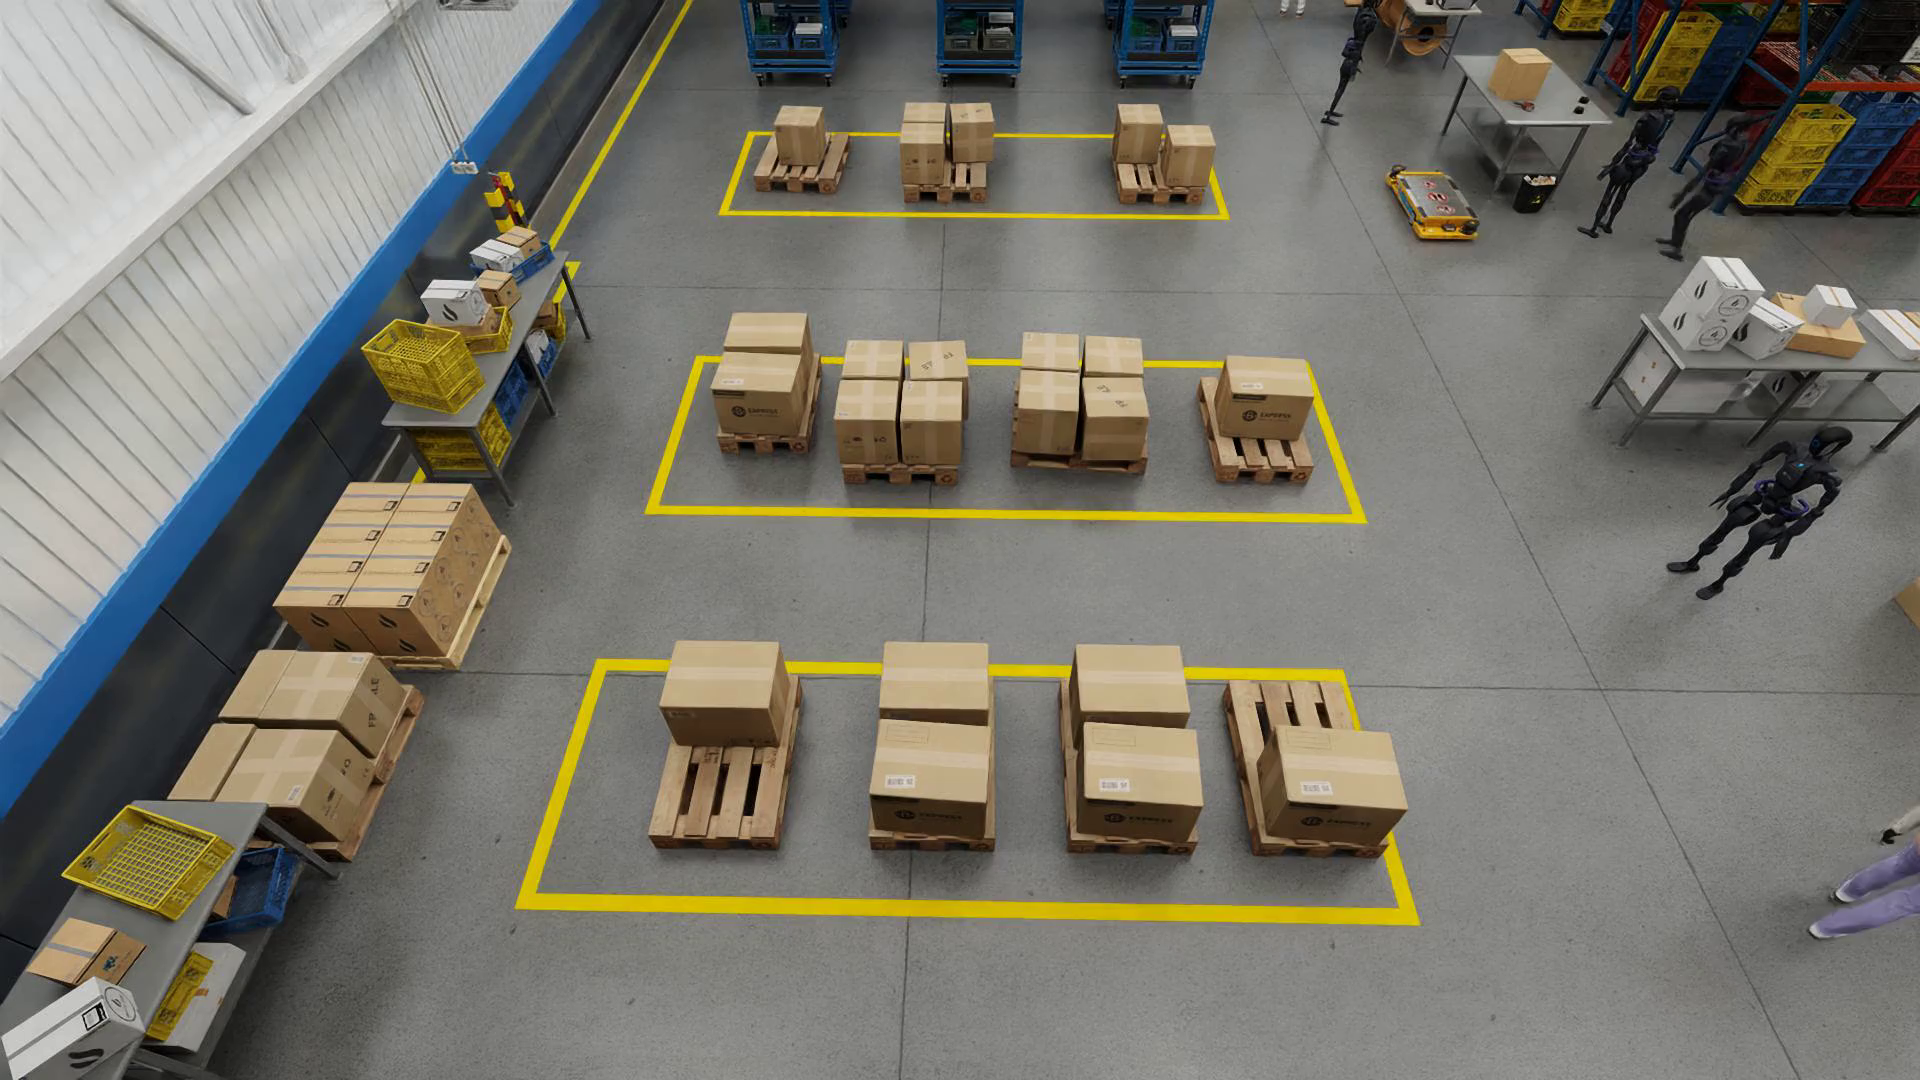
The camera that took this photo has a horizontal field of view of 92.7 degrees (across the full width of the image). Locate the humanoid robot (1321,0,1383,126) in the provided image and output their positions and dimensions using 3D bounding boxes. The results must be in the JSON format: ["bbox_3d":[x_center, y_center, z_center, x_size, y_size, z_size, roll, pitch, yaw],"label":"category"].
[{"bbox_3d":[5.221,-6.388,12.129,0.337,1.652,0.581,19,52,16],"label":"humanoid robot"}]

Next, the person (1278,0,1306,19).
[{"bbox_3d":[5.482,-9.334,14.546,0.572,1.881,0.356,17,51,14],"label":"person"}]

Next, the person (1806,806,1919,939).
[{"bbox_3d":[5.500,1.722,4.963,0.743,1.901,0.588,-9,50,-8],"label":"person"}]

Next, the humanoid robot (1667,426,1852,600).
[{"bbox_3d":[5.923,-0.197,6.763,0.315,1.657,0.610,-13,50,-11],"label":"humanoid robot"}]

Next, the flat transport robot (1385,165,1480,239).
[{"bbox_3d":[5.692,-4.094,11.059,0.652,0.197,1.431,1,49,1],"label":"flat transport robot"}]

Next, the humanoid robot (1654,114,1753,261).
[{"bbox_3d":[8.074,-3.830,9.937,0.488,1.627,0.649,36,58,27],"label":"humanoid robot"}]

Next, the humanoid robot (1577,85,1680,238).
[{"bbox_3d":[7.501,-4.217,10.243,0.609,1.656,0.315,-17,51,-14],"label":"humanoid robot"}]
